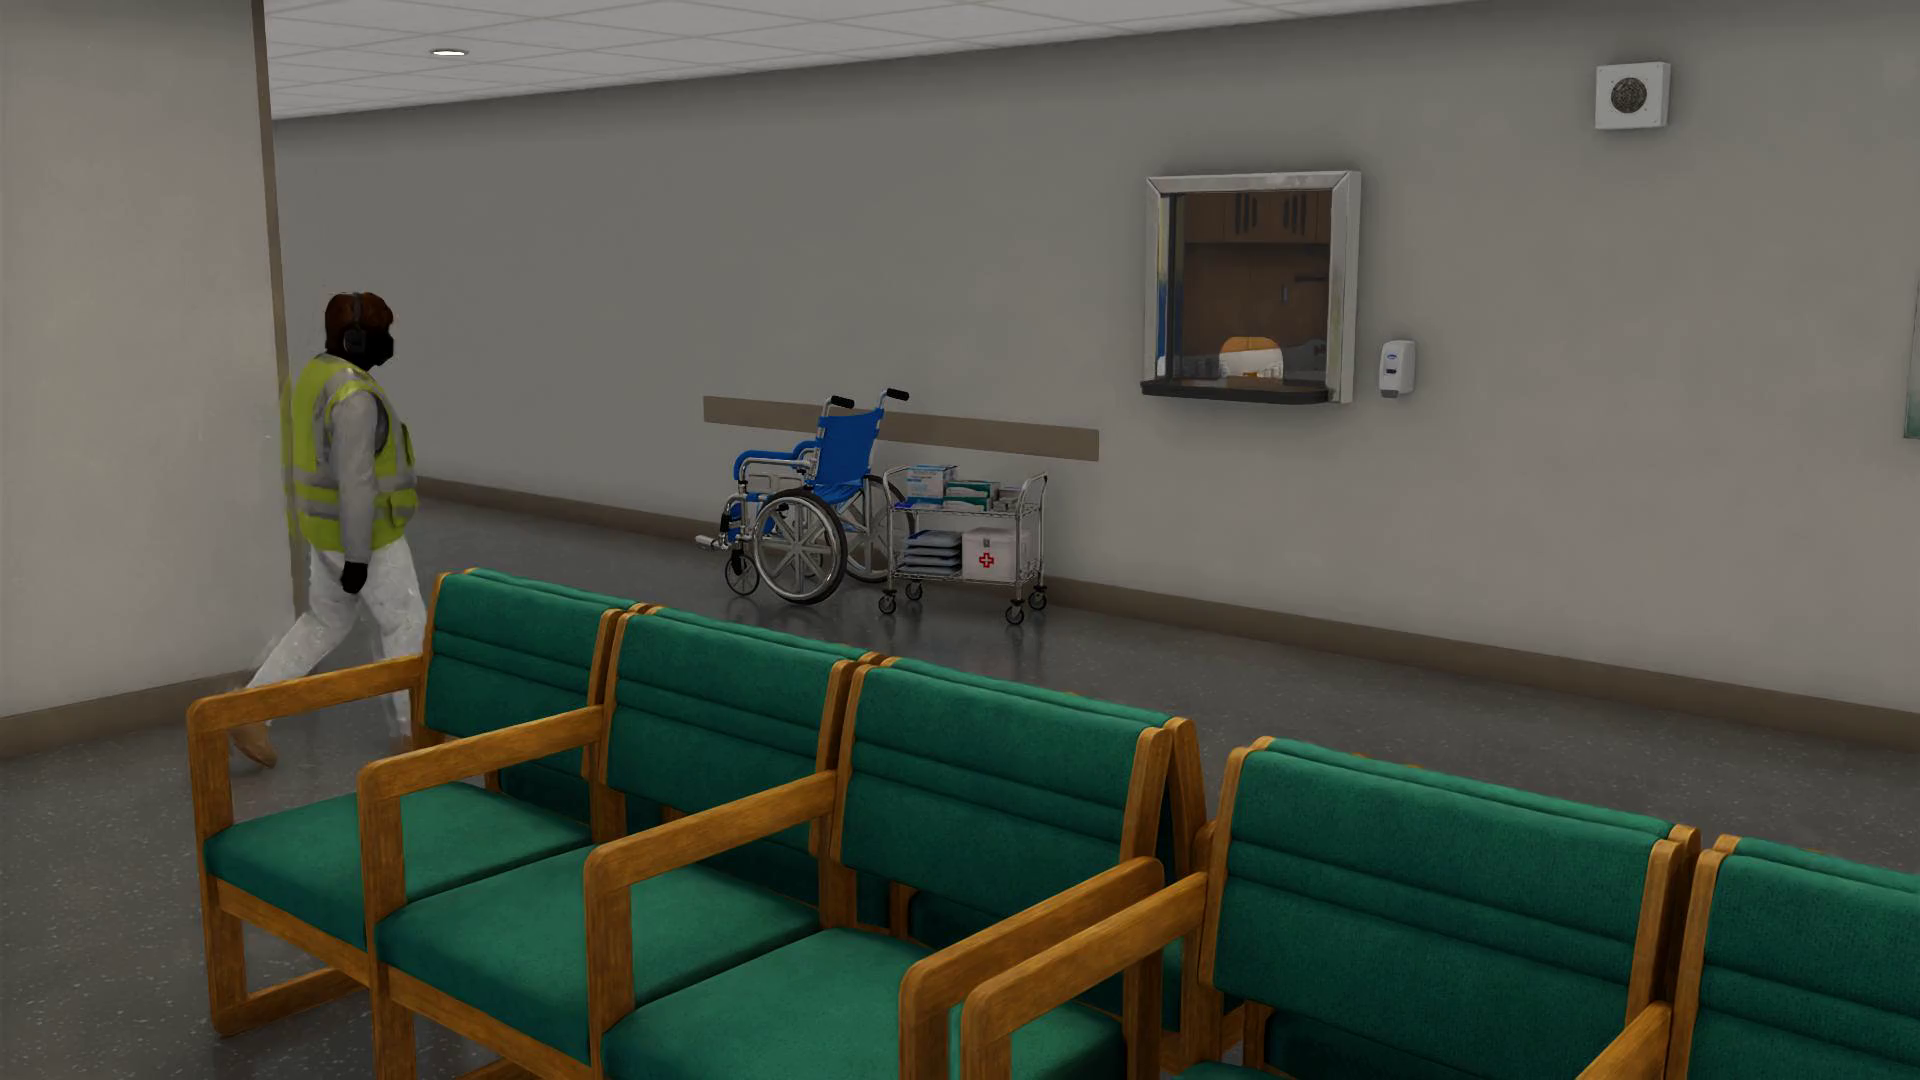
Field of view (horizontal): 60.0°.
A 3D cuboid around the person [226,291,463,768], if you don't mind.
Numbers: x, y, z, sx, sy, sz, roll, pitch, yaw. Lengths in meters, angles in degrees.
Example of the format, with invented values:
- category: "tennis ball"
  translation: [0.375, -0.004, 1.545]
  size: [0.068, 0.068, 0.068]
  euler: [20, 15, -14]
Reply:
- category: "person"
  translation: [-2.339, -0.025, 6.239]
  size: [0.872, 1.810, 0.628]
  euler: [-8, 13, -37]
